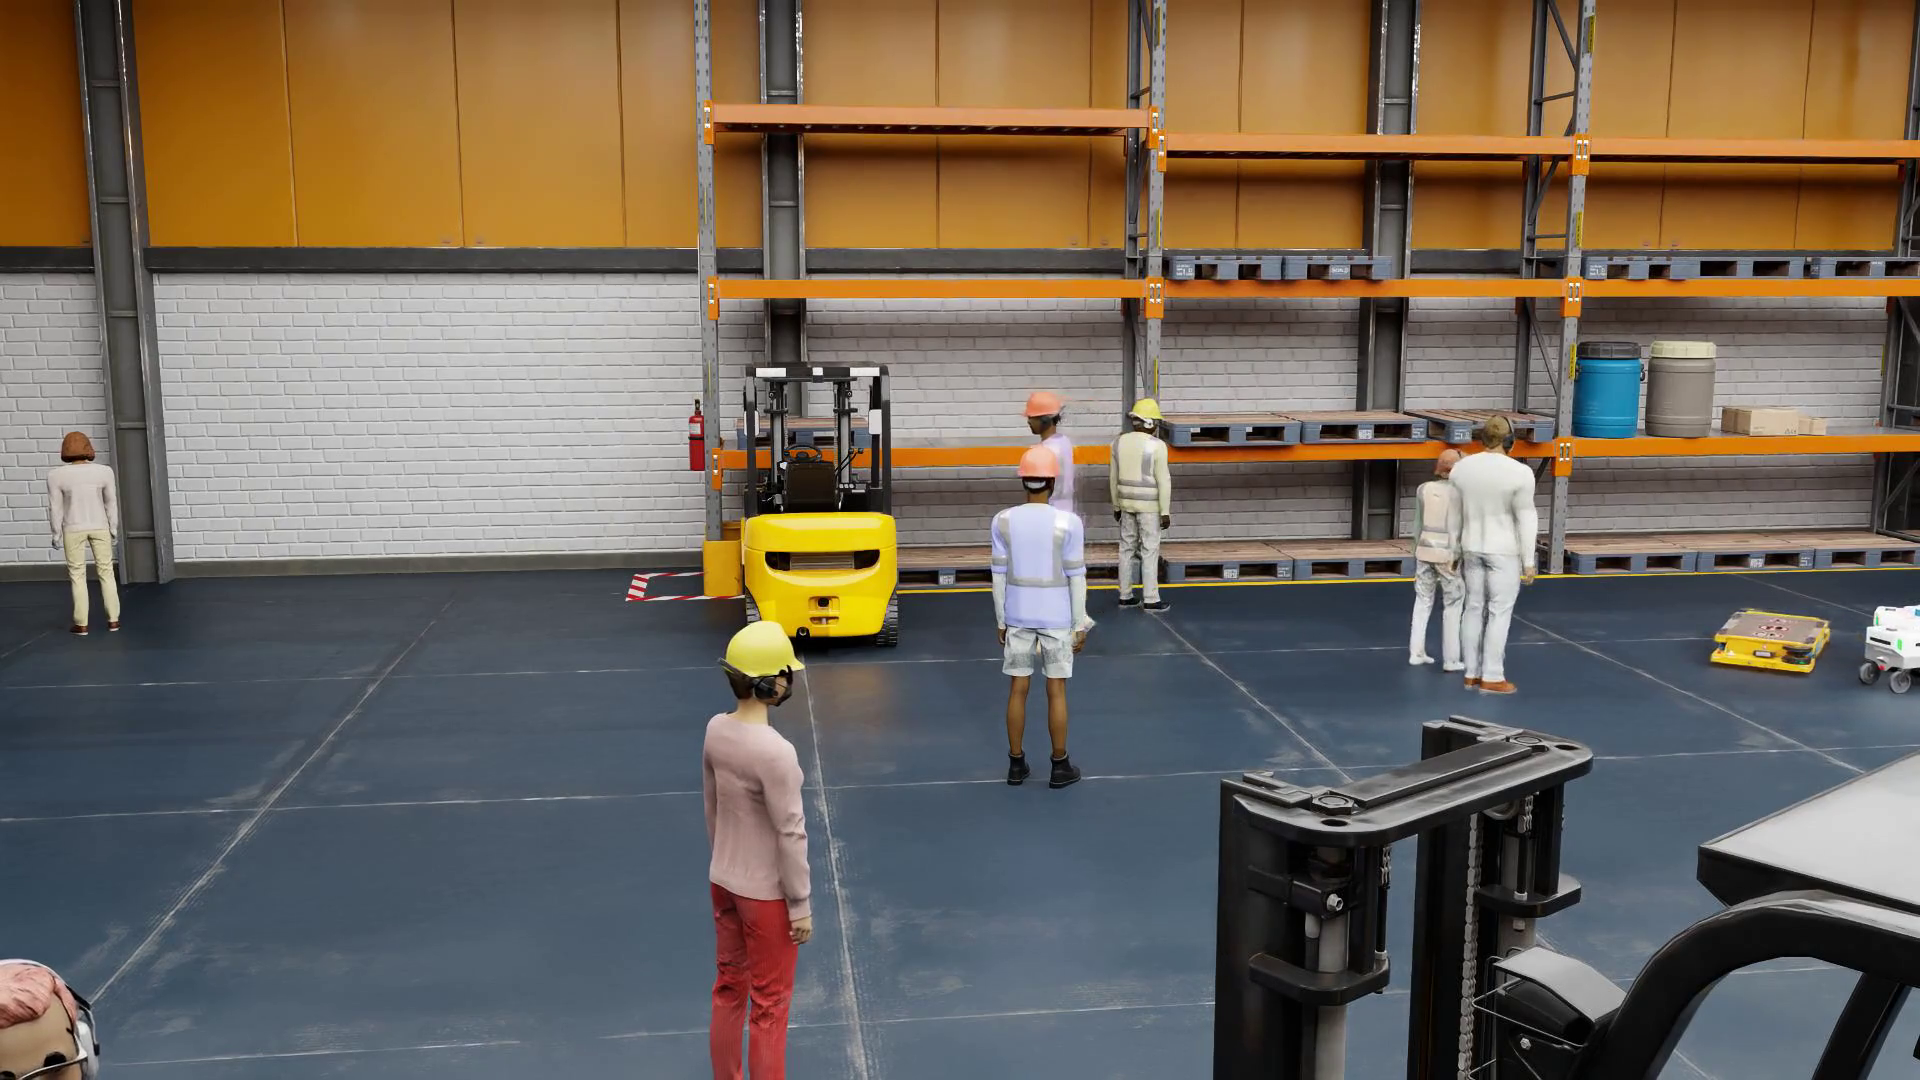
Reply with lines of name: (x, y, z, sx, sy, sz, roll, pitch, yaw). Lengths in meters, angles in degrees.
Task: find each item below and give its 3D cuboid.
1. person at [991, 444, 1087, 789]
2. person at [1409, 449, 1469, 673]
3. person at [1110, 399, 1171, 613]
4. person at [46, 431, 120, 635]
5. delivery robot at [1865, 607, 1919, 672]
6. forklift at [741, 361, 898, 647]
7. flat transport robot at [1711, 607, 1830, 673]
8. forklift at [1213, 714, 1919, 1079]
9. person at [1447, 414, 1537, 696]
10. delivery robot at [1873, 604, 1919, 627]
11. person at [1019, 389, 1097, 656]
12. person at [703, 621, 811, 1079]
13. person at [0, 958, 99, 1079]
person: (0.447, 0.432, 9.341, 0.544, 1.939, 0.353, 3, 10, 18)
person: (3.489, 0.153, 12.052, 0.326, 1.630, 0.527, -6, 11, -35)
person: (1.562, -0.292, 14.212, 0.602, 1.823, 0.404, 9, 13, 43)
person: (-7.016, -0.054, 13.330, 0.501, 1.631, 0.285, -7, 12, -38)
delivery robot: (6.700, 0.713, 11.602, 0.707, 0.478, 0.477, -2, 9, -15)
forklift: (-1.154, -0.340, 13.365, 1.214, 2.155, 2.313, -1, 9, -7)
flat transport robot: (6.154, 0.743, 12.591, 0.652, 0.197, 1.431, 6, 11, 32)
forklift: (1.441, 1.425, 2.350, 1.214, 2.155, 2.313, -7, 12, -39)
person: (3.650, 0.101, 11.420, 0.359, 1.939, 0.638, -8, 12, -40)
delivery robot: (7.046, 0.637, 12.078, 0.707, 0.478, 0.477, 6, 11, 33)
person: (0.680, -0.115, 12.458, 0.533, 2.031, 0.639, 3, 10, 19)
person: (-0.652, 1.137, 5.482, 0.315, 1.768, 0.525, -7, 12, -39)
person: (-1.364, 1.545, 2.498, 0.403, 1.910, 0.637, 7, 11, 36)
